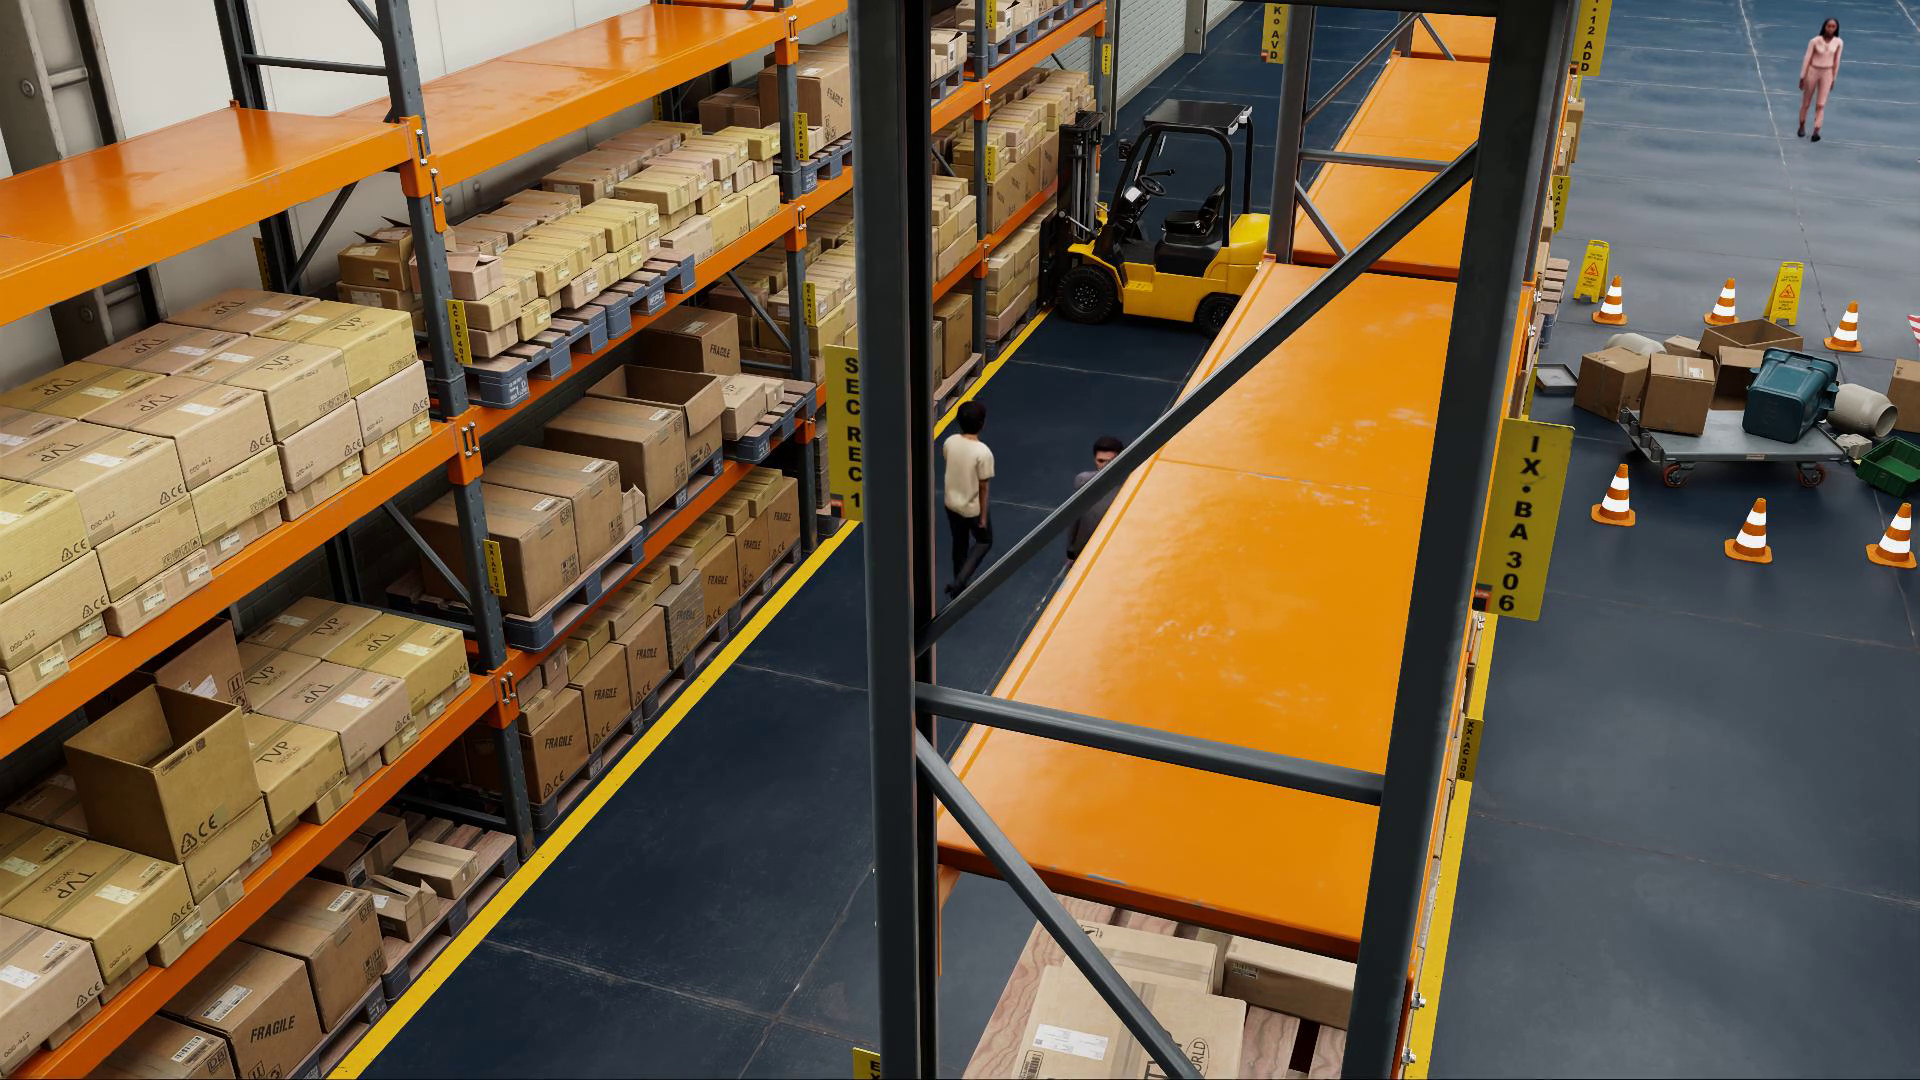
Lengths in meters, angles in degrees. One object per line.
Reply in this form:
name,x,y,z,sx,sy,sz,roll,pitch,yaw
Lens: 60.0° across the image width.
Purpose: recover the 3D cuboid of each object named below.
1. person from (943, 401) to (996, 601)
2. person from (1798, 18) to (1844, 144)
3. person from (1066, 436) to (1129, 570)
person,0.006,-0.208,11.881,0.703,1.575,0.800,19,33,32
person,12.197,-6.558,23.688,0.649,1.685,1.051,8,29,15
person,0.963,0.117,10.996,0.716,1.834,0.819,7,29,14
